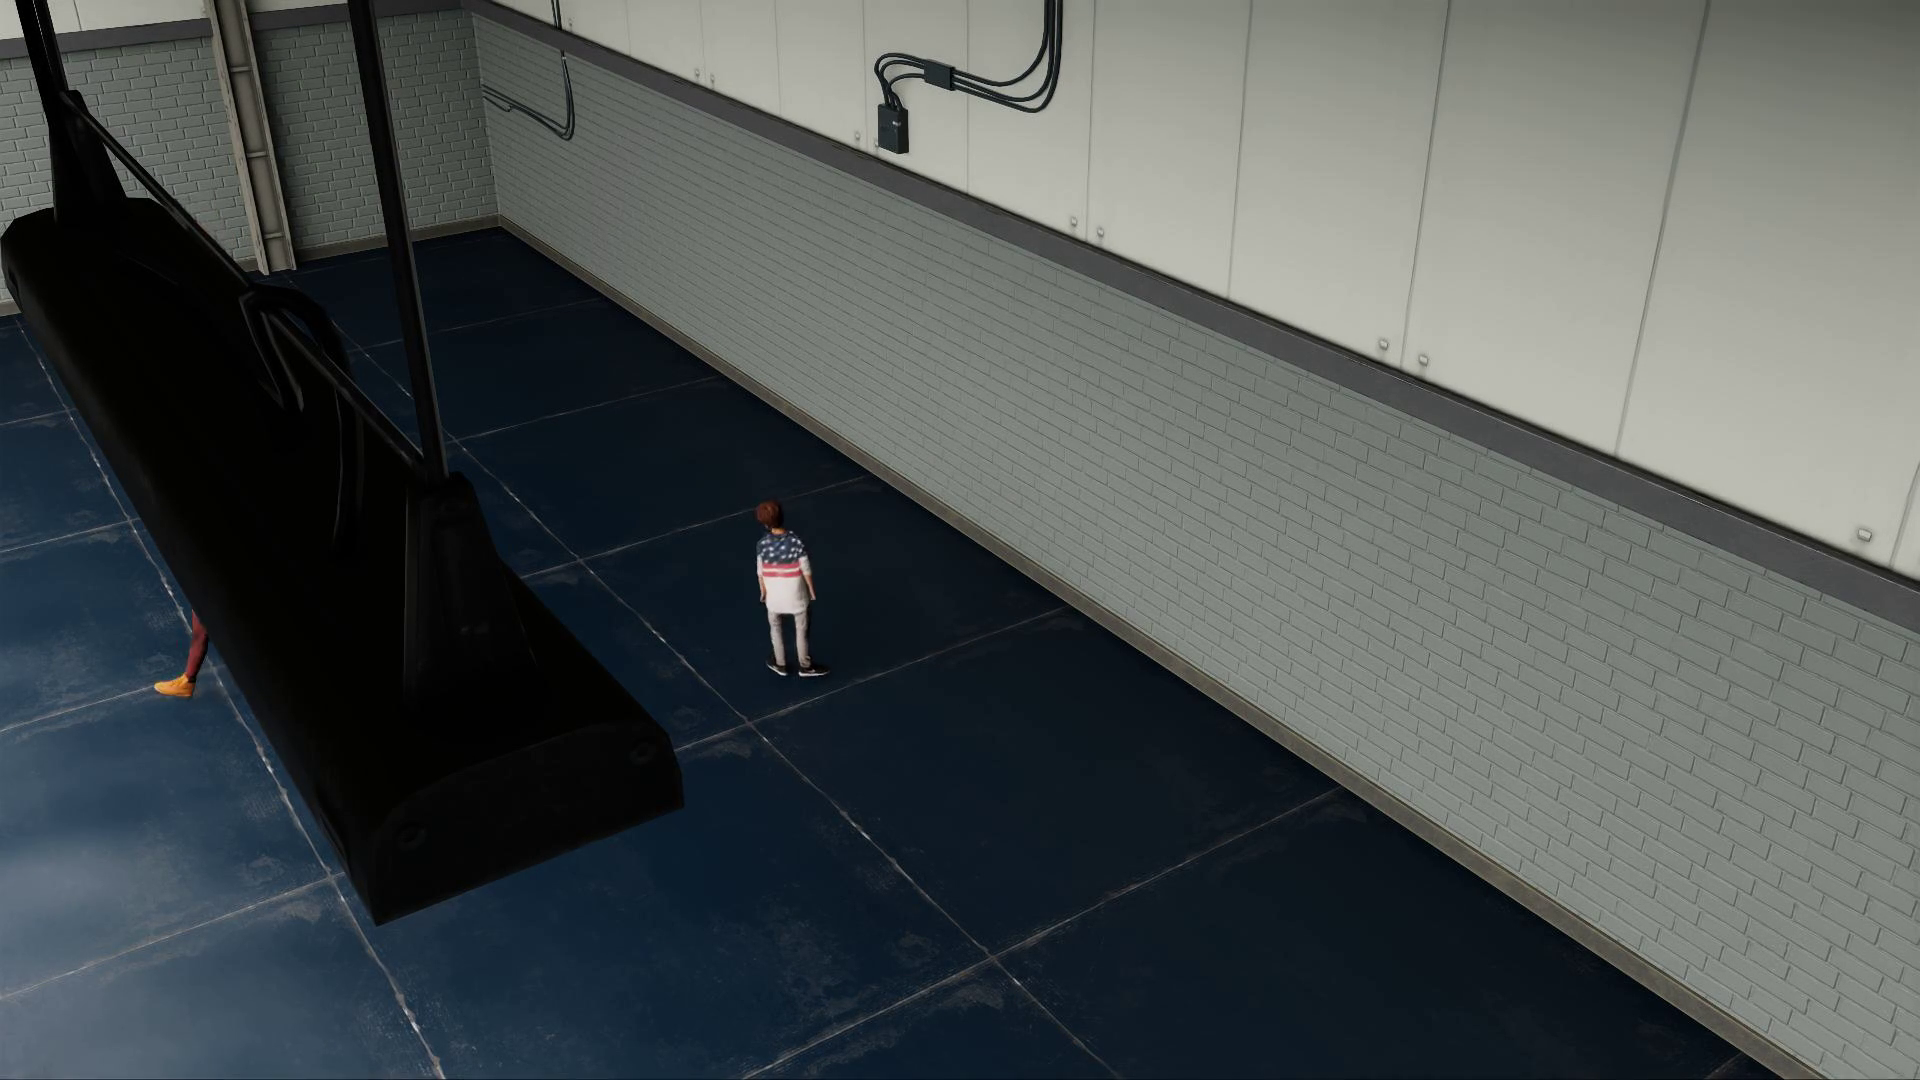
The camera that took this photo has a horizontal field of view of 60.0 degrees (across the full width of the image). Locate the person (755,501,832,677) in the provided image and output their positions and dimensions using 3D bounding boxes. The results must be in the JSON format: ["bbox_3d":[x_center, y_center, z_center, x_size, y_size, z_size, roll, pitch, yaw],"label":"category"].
[{"bbox_3d":[-1.264,0.373,12.325,0.692,1.420,0.735,11,30,20],"label":"person"}]
